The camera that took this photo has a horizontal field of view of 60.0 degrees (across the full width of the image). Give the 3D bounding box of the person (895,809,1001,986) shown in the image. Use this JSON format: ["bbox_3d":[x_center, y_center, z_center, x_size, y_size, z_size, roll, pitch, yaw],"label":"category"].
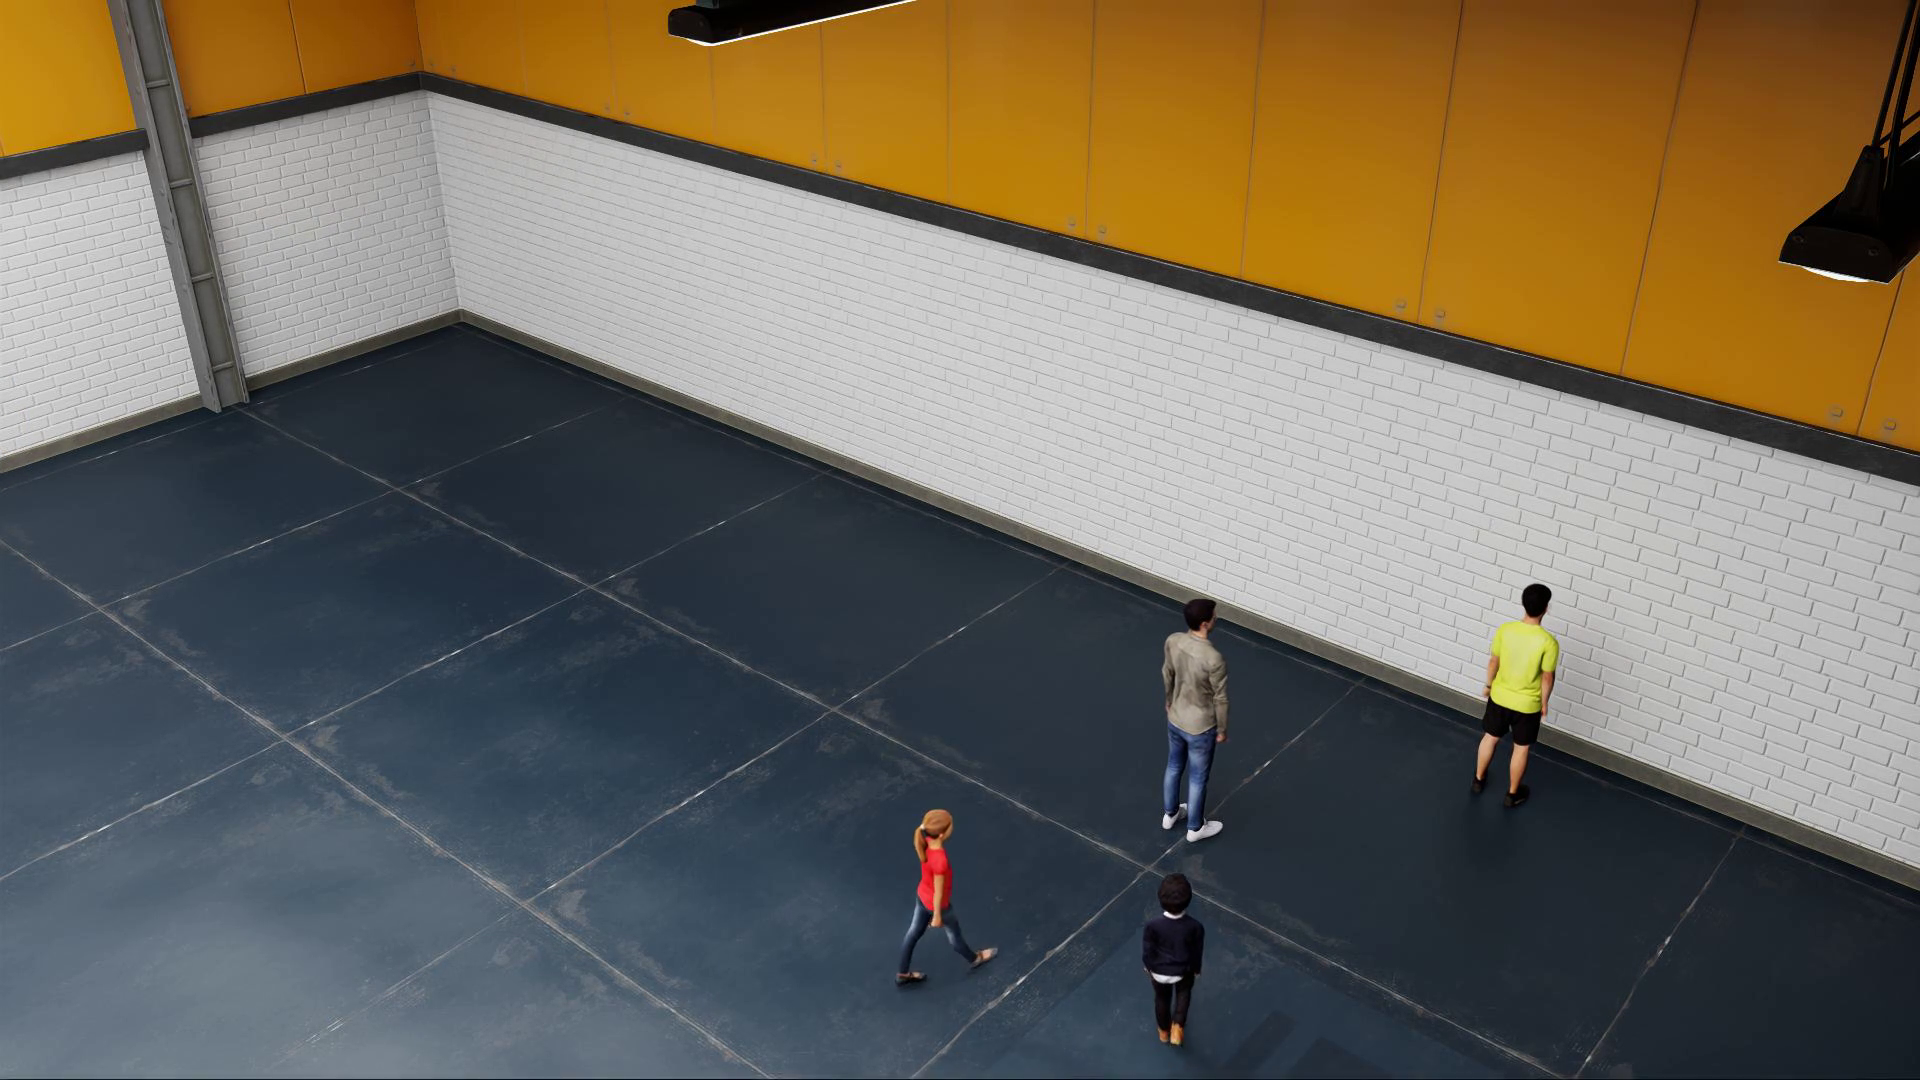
[{"bbox_3d":[-0.224,2.222,10.189,0.962,1.284,0.763,-11,30,-19],"label":"person"}]

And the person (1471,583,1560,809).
[{"bbox_3d":[3.955,1.101,11.808,0.614,1.700,0.536,22,36,35],"label":"person"}]

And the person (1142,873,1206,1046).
[{"bbox_3d":[1.251,2.501,9.744,0.637,1.221,0.697,3,29,5],"label":"person"}]

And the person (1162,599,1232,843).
[{"bbox_3d":[1.584,1.233,11.391,0.637,1.868,0.733,-23,36,-35],"label":"person"}]
